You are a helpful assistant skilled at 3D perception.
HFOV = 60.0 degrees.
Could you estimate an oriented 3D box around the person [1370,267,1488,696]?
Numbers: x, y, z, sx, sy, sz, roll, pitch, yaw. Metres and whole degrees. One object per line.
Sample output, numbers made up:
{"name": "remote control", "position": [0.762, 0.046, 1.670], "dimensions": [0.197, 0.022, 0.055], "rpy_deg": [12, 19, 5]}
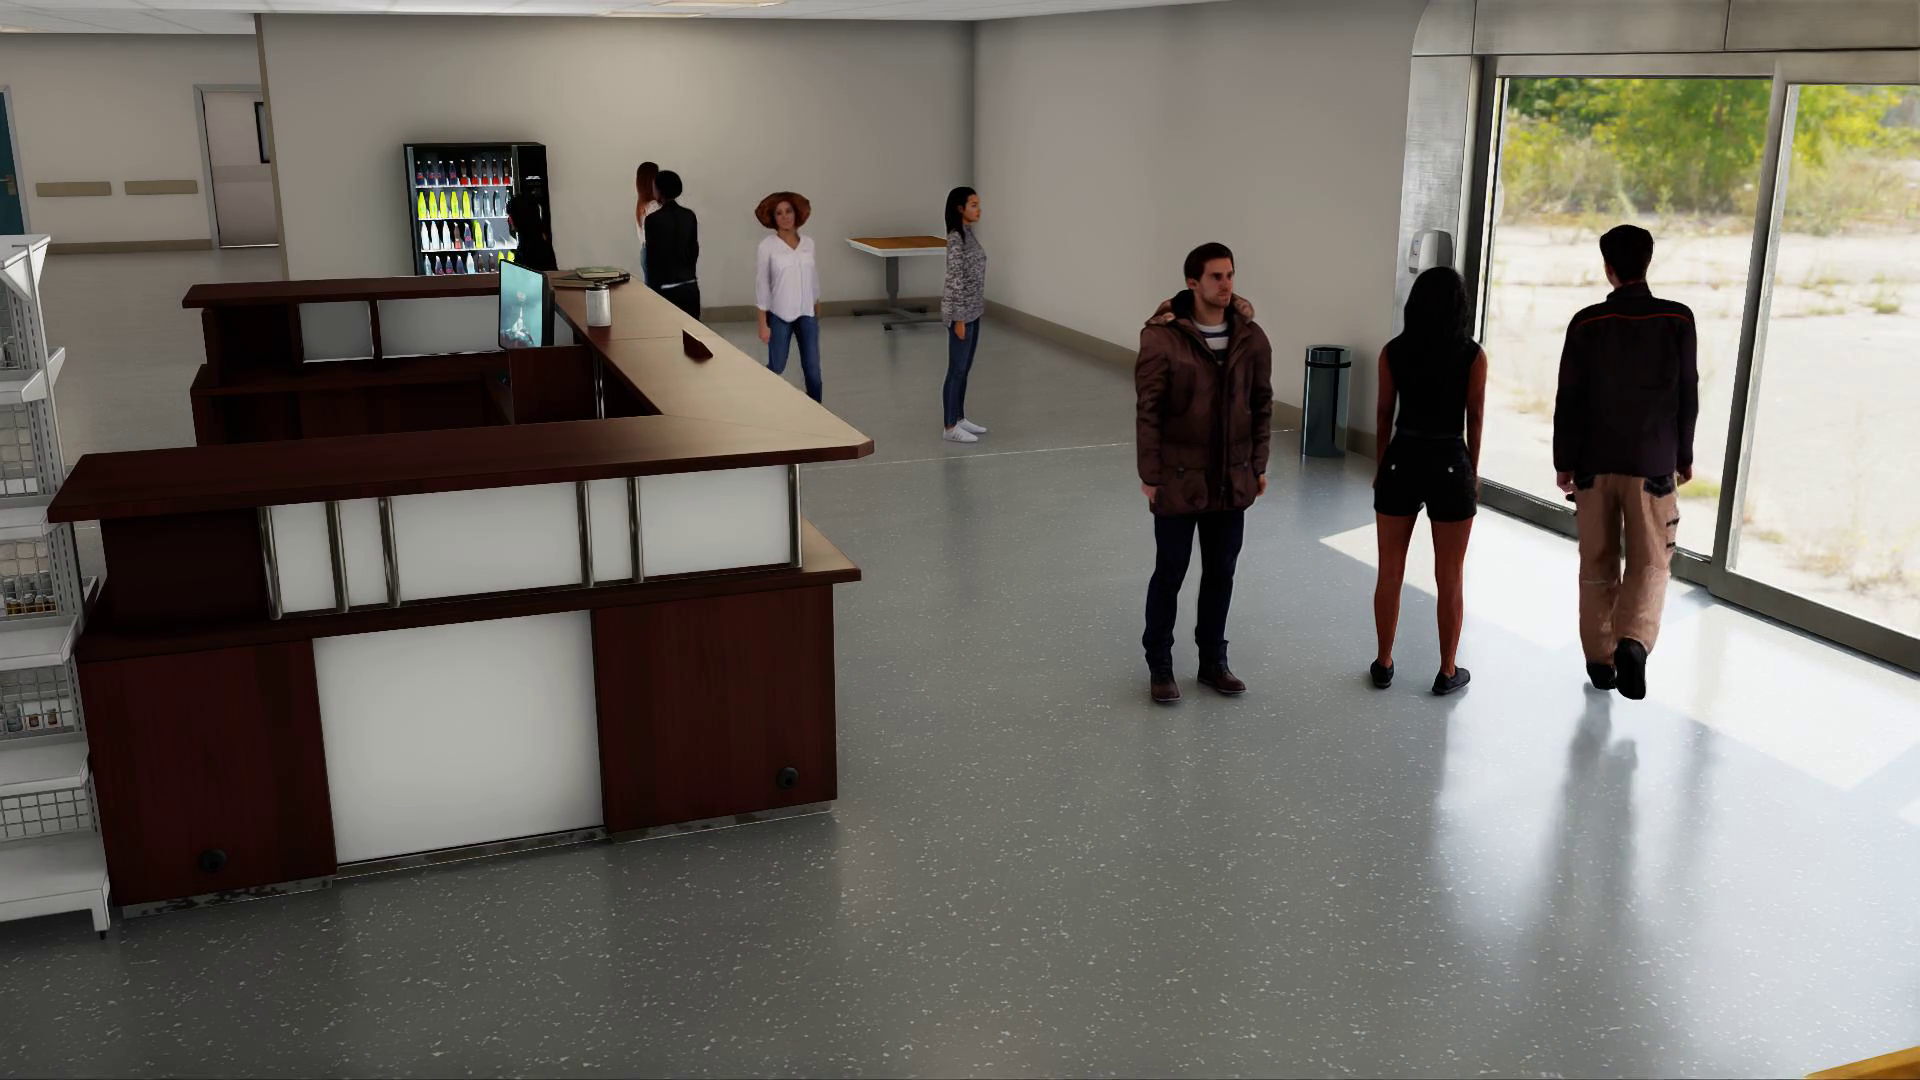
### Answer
{"name": "person", "position": [1.894, -0.234, 6.770], "dimensions": [0.672, 1.742, 0.732], "rpy_deg": [7, 17, 24]}

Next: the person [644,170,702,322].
{"name": "person", "position": [-1.946, -1.636, 11.657], "dimensions": [1.057, 1.788, 0.798], "rpy_deg": [-9, 18, -30]}

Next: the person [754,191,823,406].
{"name": "person", "position": [-1.223, -1.569, 11.622], "dimensions": [1.071, 1.678, 0.766], "rpy_deg": [-8, 18, -27]}

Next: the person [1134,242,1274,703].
{"name": "person", "position": [0.969, -0.273, 6.710], "dimensions": [0.612, 1.849, 0.813], "rpy_deg": [-5, 16, -17]}

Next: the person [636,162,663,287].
{"name": "person", "position": [-2.711, -2.462, 14.698], "dimensions": [0.491, 1.728, 0.583], "rpy_deg": [-6, 17, -21]}

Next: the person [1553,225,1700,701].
{"name": "person", "position": [2.624, -0.258, 6.561], "dimensions": [1.069, 1.902, 1.090], "rpy_deg": [5, 17, 18]}

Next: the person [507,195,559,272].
{"name": "person", "position": [-2.949, -1.663, 12.073], "dimensions": [1.032, 1.616, 0.854], "rpy_deg": [3, 16, 9]}

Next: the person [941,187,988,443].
{"name": "person", "position": [0.017, -1.570, 11.527], "dimensions": [0.702, 1.732, 0.694], "rpy_deg": [4, 16, 12]}
